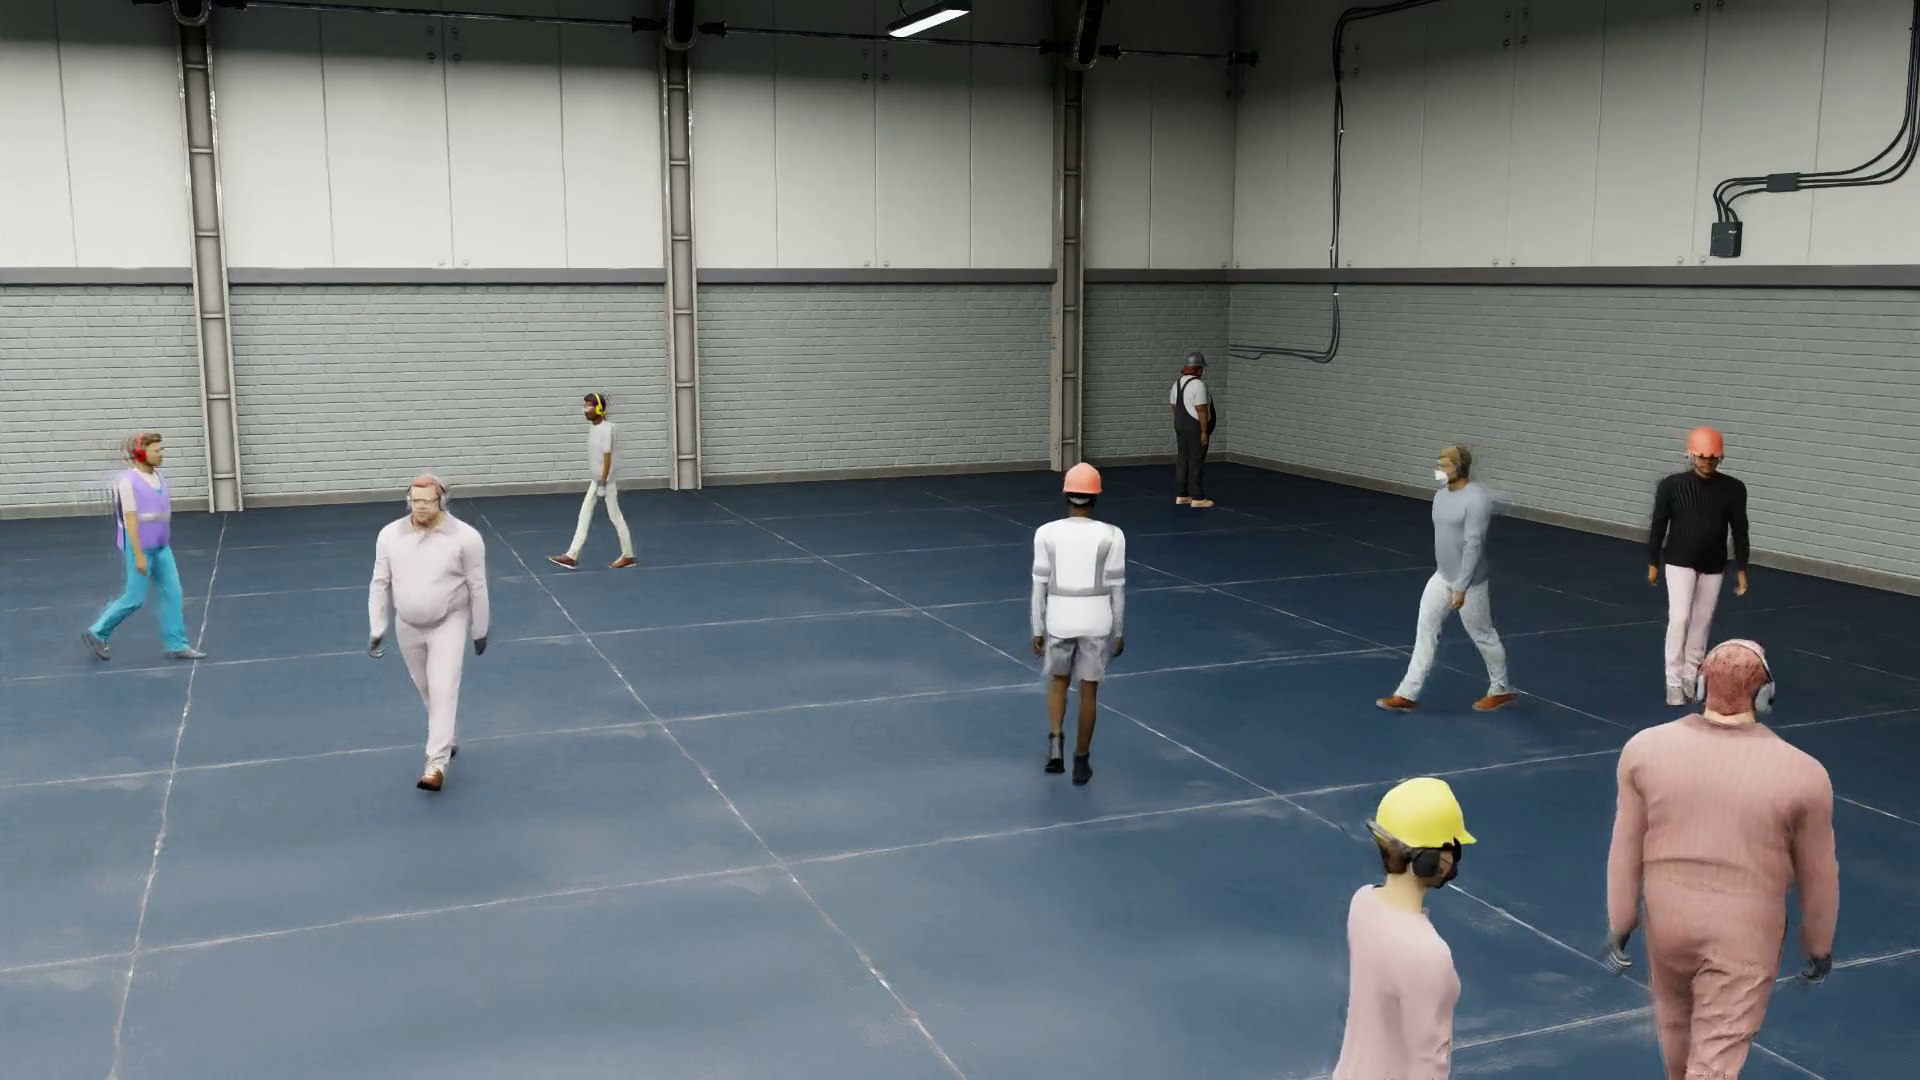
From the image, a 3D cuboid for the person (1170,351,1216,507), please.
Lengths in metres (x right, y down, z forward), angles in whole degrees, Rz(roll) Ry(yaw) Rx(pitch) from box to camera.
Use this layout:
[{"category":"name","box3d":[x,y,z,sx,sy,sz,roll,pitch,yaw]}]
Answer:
[{"category":"person","box3d":[3.106,-1.463,21.900,0.535,2.000,0.673,-4,10,-26]}]

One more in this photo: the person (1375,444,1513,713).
[{"category":"person","box3d":[3.423,0.281,11.453,1.018,1.889,0.643,-3,10,-18]}]

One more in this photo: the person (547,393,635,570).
[{"category":"person","box3d":[-3.768,-0.583,17.047,0.941,1.822,0.555,-7,11,-36]}]

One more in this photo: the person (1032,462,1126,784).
[{"category":"person","box3d":[0.715,0.500,9.929,0.554,1.922,0.419,2,9,13]}]

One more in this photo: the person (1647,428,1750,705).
[{"category":"person","box3d":[5.225,0.190,11.743,0.627,1.959,0.794,1,9,8]}]

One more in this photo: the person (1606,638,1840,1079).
[{"category":"person","box3d":[2.535,1.239,5.499,0.665,1.853,0.987,7,11,37]}]

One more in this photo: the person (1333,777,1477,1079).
[{"category":"person","box3d":[1.170,1.476,4.349,0.368,1.751,0.543,-1,9,-8]}]

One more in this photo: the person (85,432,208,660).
[{"category":"person","box3d":[-6.429,0.061,13.027,0.822,1.824,0.562,1,9,6]}]

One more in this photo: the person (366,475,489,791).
[{"category":"person","box3d":[-3.190,0.533,9.970,0.645,1.852,1.007,1,9,5]}]
